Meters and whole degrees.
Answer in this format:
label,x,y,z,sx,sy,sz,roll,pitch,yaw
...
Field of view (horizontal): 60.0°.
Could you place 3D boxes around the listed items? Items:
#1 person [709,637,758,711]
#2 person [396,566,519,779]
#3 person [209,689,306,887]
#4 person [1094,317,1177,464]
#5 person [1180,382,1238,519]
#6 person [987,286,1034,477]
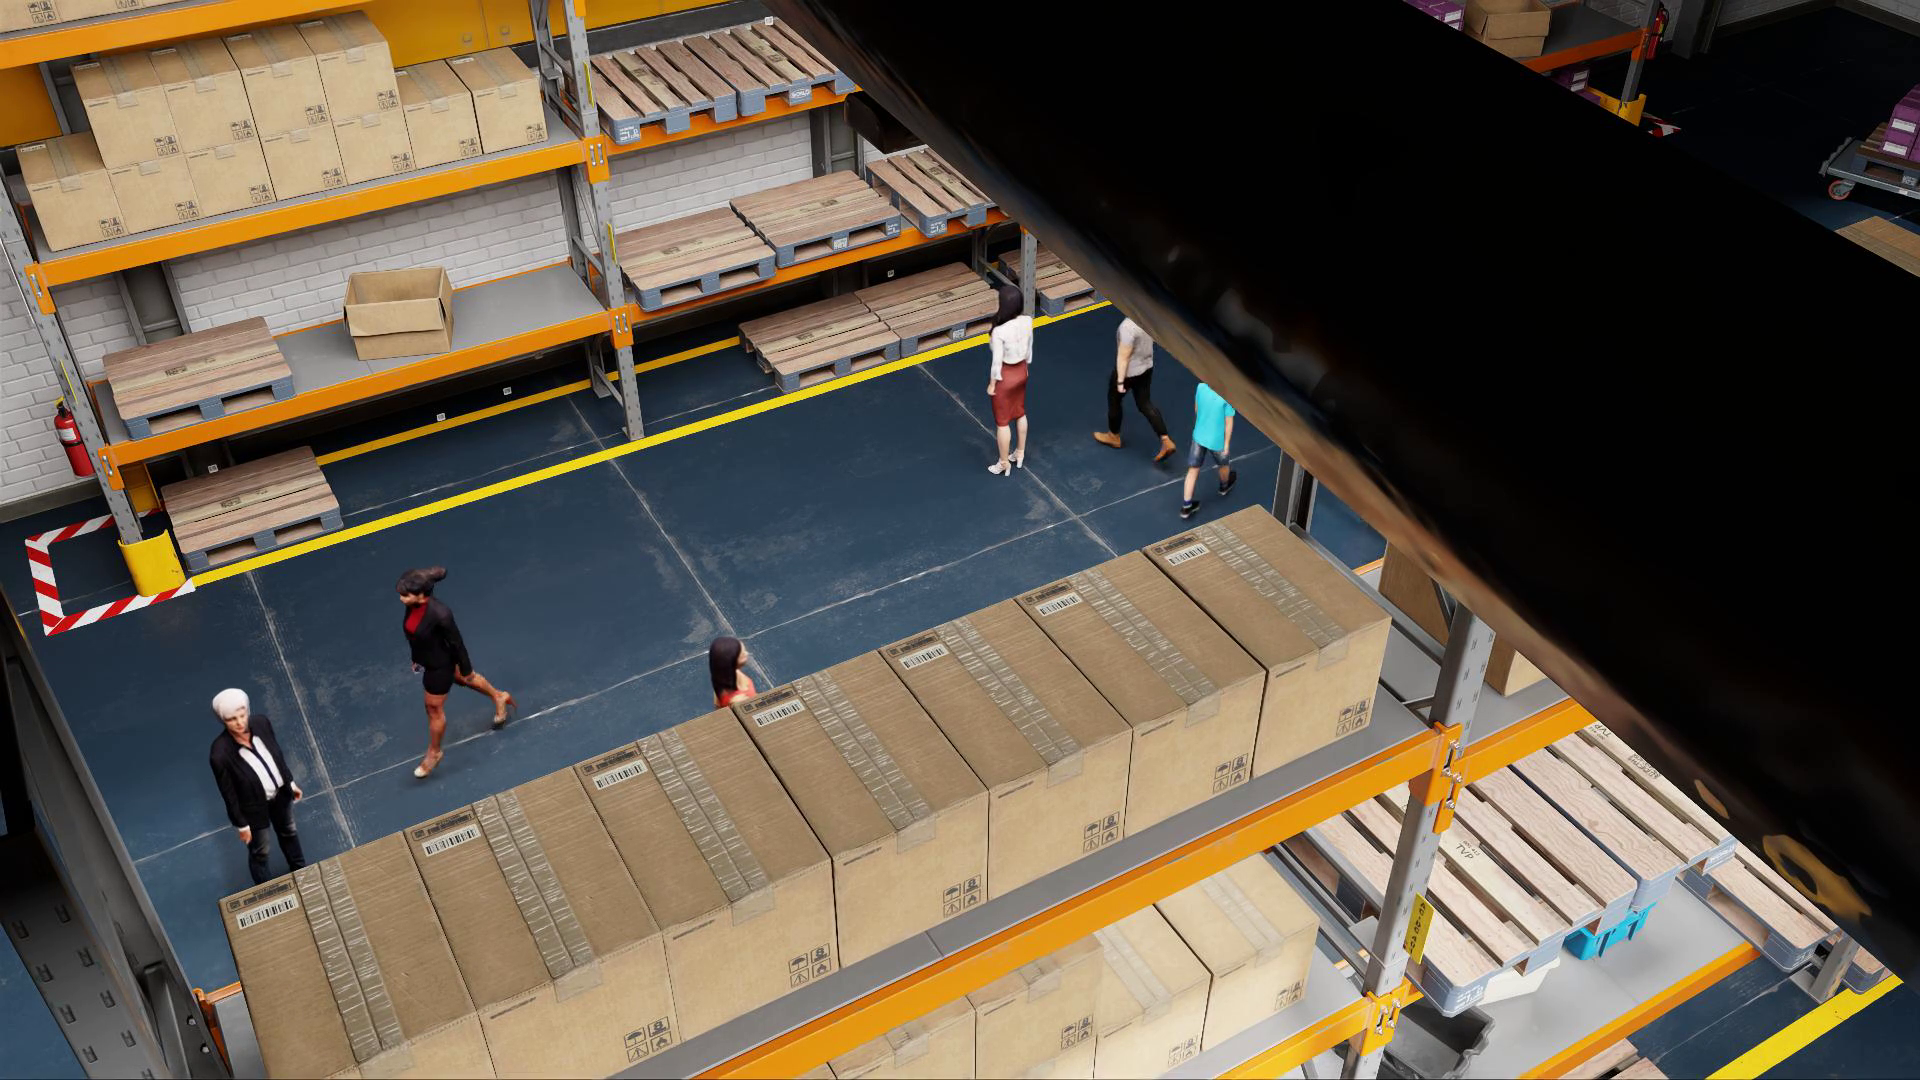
label,x,y,z,sx,sy,sz,roll,pitch,yaw
person,-1.373,1.267,10.379,0.517,1.718,0.586,-21,43,-24
person,-3.374,0.797,11.070,1.103,1.591,0.697,-31,48,-33
person,-4.243,1.622,10.131,0.798,1.779,0.797,18,42,21
person,1.503,-1.376,13.713,1.048,1.686,0.820,-30,47,-32
person,1.955,-0.799,13.212,0.775,1.411,1.007,25,45,28
person,0.401,-1.293,13.558,0.531,1.751,0.704,-31,48,-33
